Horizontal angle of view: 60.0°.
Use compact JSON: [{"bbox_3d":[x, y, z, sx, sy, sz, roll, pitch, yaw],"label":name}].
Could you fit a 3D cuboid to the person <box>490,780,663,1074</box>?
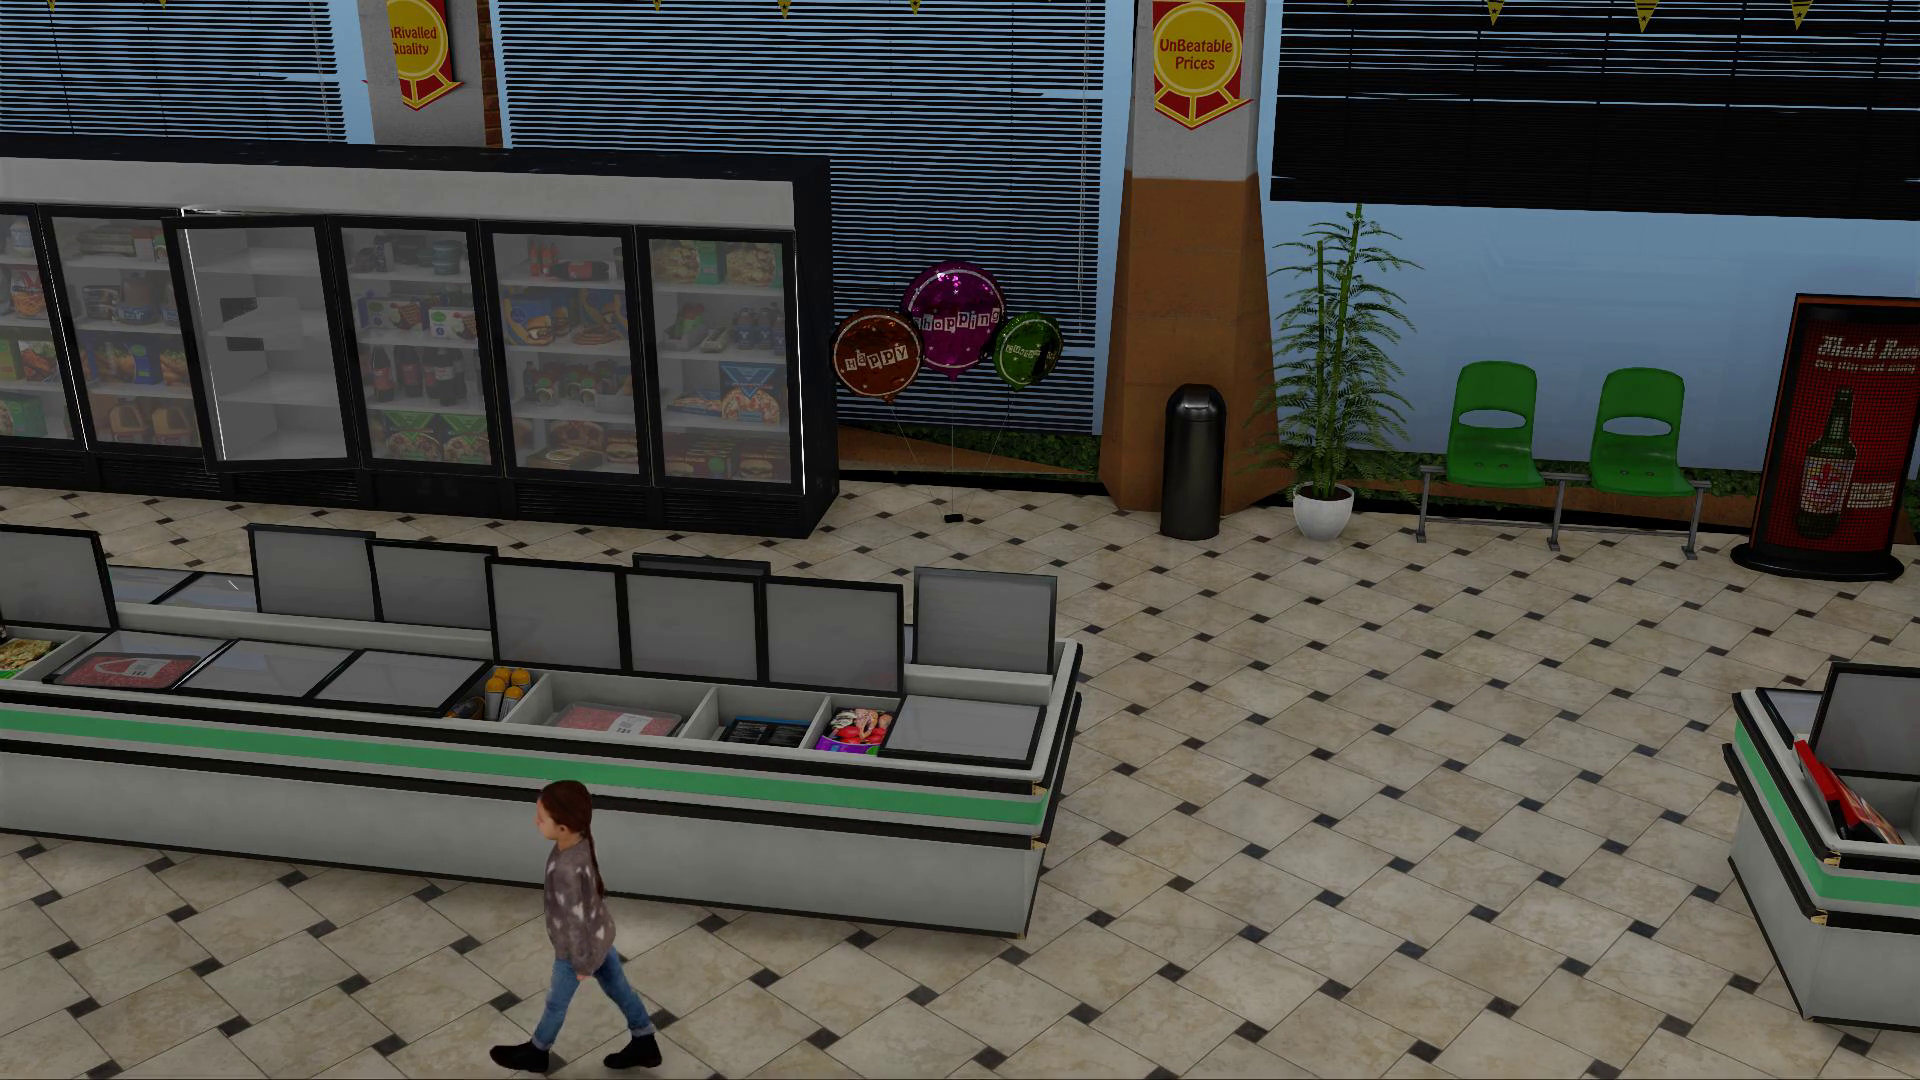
[{"bbox_3d":[-1.258,1.373,5.763,0.851,1.166,0.582,0,22,1],"label":"person"}]
